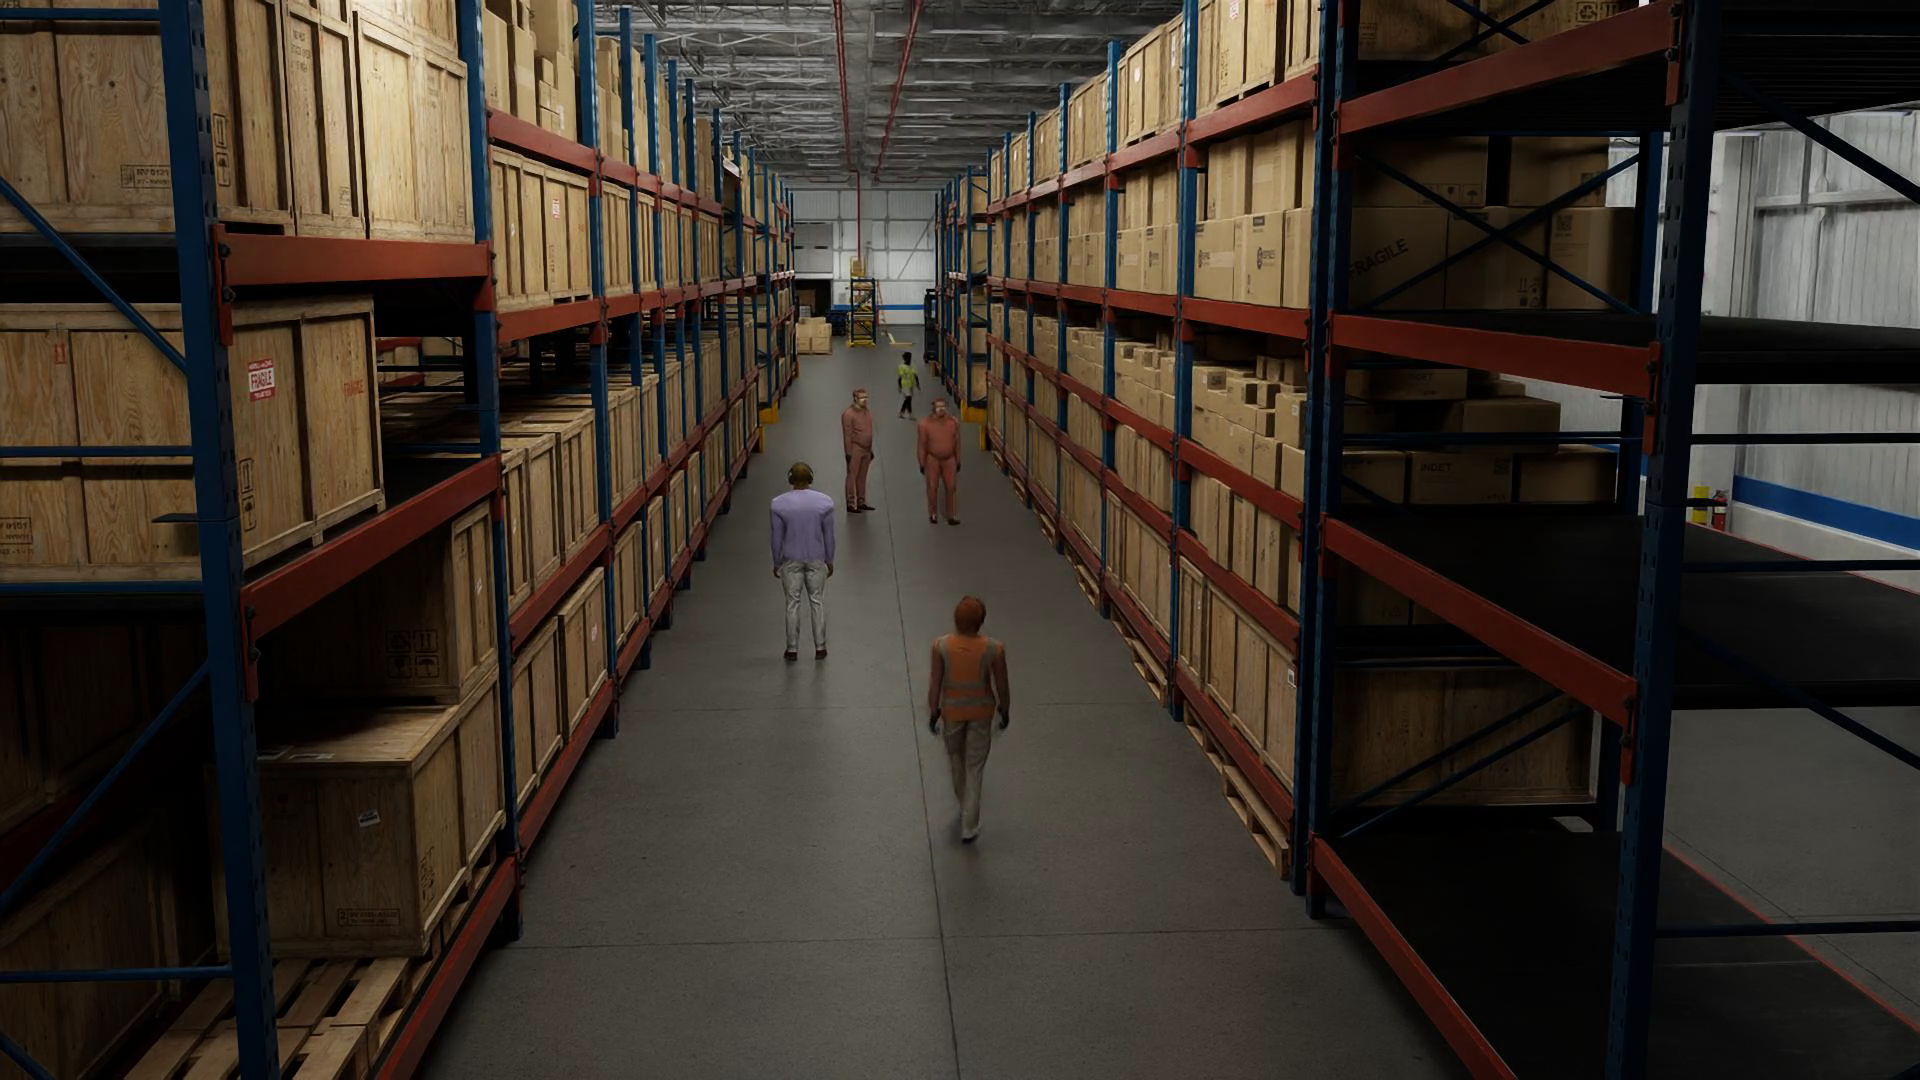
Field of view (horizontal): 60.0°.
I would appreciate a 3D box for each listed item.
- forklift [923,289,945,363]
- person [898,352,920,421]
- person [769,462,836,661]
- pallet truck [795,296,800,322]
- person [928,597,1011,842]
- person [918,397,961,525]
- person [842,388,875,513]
[{"bbox_3d":[-0.817,-8.141,63.099,1.129,2.768,1.873,-1,10,-3],"label":"forklift"},{"bbox_3d":[-1.302,-3.762,40.562,0.530,1.664,0.827,-8,12,-38],"label":"person"},{"bbox_3d":[-1.514,0.206,16.044,0.631,1.940,0.372,-2,10,-11],"label":"person"},{"bbox_3d":[-8.622,-12.439,91.403,1.885,1.965,0.823,2,10,13],"label":"pallet truck"},{"bbox_3d":[0.076,1.176,11.275,0.539,1.593,0.856,2,10,11],"label":"person"},{"bbox_3d":[-0.265,-1.132,24.234,0.670,1.870,0.896,-2,10,-13],"label":"person"},{"bbox_3d":[-1.534,-1.379,25.607,0.399,1.909,0.642,6,11,34],"label":"person"}]
